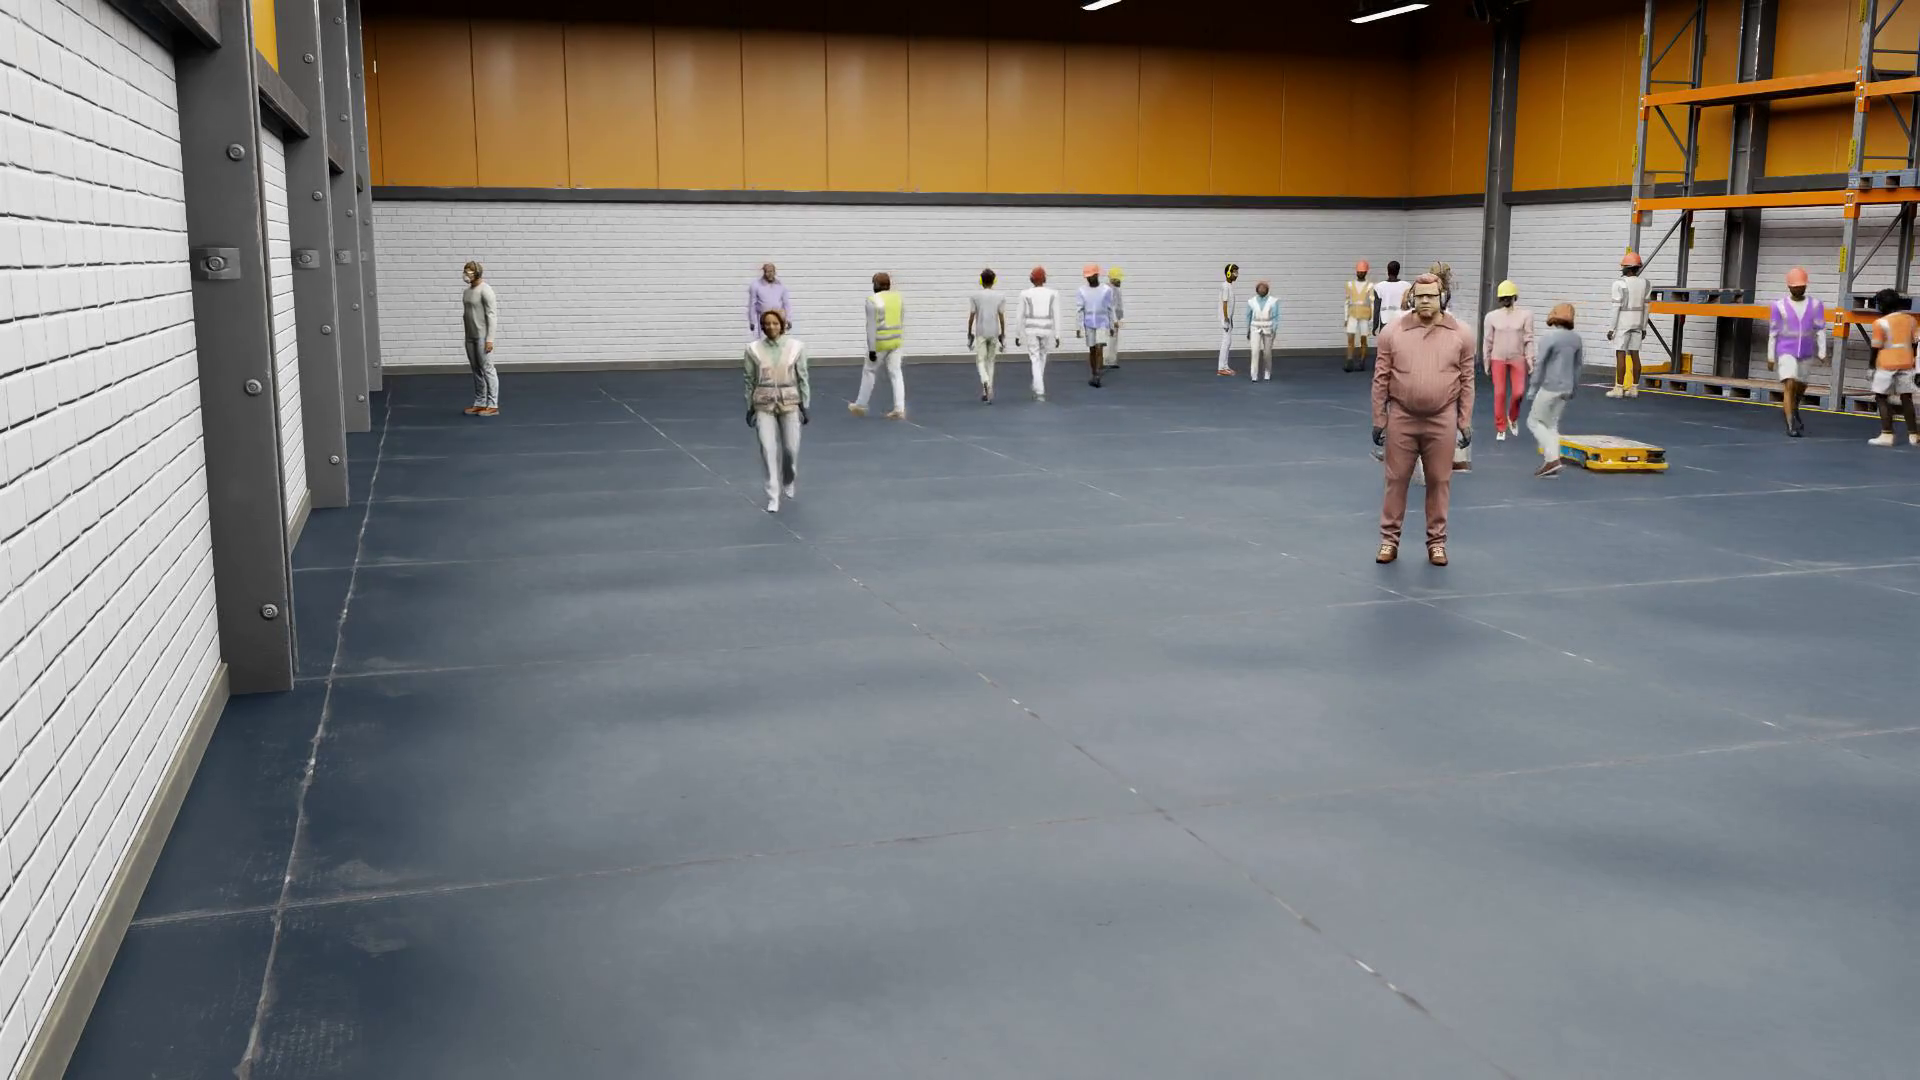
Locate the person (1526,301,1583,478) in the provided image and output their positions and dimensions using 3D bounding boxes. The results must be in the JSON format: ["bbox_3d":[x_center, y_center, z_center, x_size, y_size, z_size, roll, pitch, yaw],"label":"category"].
[{"bbox_3d":[5.362,-1.350,15.034,0.571,1.608,0.345,-6,12,-33],"label":"person"}]

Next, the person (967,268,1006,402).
[{"bbox_3d":[0.371,-2.768,22.591,0.532,1.849,0.754,-2,10,-10],"label":"person"}]

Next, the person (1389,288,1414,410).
[{"bbox_3d":[5.304,-2.163,19.678,0.498,1.634,0.278,1,10,6],"label":"person"}]

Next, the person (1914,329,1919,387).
[{"bbox_3d":[9.673,-1.697,16.234,0.600,1.902,0.707,5,11,26],"label":"person"}]

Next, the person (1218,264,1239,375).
[{"bbox_3d":[4.493,-3.683,27.848,0.338,1.855,0.535,3,10,15],"label":"person"}]

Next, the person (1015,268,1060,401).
[{"bbox_3d":[1.064,-2.875,23.230,0.602,1.826,0.968,-2,10,-12],"label":"person"}]

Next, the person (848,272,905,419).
[{"bbox_3d":[-1.015,-2.397,20.559,0.639,1.796,0.941,-9,13,-43],"label":"person"}]

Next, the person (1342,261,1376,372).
[{"bbox_3d":[6.817,-3.808,28.422,0.561,1.895,0.963,5,11,25],"label":"person"}]

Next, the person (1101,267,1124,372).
[{"bbox_3d":[2.647,-3.822,28.858,0.417,1.796,0.777,4,10,20],"label":"person"}]

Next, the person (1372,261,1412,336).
[{"bbox_3d":[6.607,-3.300,25.447,0.589,1.917,0.393,0,10,2],"label":"person"}]

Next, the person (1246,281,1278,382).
[{"bbox_3d":[4.830,-3.342,26.585,0.508,1.605,0.785,2,10,13],"label":"person"}]

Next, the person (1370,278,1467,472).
[{"bbox_3d":[4.367,-1.553,15.617,0.964,1.811,0.571,7,12,34],"label":"person"}]

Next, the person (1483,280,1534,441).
[{"bbox_3d":[5.970,-1.953,18.121,0.540,1.744,0.379,3,10,18],"label":"person"}]

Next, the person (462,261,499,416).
[{"bbox_3d":[-6.038,-2.526,20.901,0.369,1.938,0.630,-10,14,-44],"label":"person"}]

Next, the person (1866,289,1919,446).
[{"bbox_3d":[9.961,-1.828,17.644,0.676,1.662,0.386,-1,10,-8],"label":"person"}]

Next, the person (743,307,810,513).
[{"bbox_3d":[-1.466,-1.051,13.270,0.526,1.620,0.554,-1,10,-6],"label":"person"}]

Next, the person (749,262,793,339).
[{"bbox_3d":[-3.115,-3.617,27.361,0.666,1.888,0.441,-4,11,-23],"label":"person"}]

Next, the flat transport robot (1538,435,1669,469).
[{"bbox_3d":[6.201,-0.862,16.089,0.652,0.197,1.431,-1,10,-4],"label":"flat transport robot"}]

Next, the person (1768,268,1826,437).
[{"bbox_3d":[9.386,-2.121,18.744,0.599,1.886,0.915,2,10,12],"label":"person"}]

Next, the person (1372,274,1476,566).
[{"bbox_3d":[3.023,-0.779,10.882,0.652,1.906,0.402,3,10,14],"label":"person"}]

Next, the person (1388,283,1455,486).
[{"bbox_3d":[4.075,-1.371,14.697,0.703,1.783,0.924,-2,10,-10],"label":"person"}]

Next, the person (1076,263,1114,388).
[{"bbox_3d":[2.054,-3.259,25.290,0.572,1.874,0.970,2,10,14],"label":"person"}]

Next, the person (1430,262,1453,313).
[{"bbox_3d":[5.455,-2.210,19.073,0.372,1.940,0.631,-2,10,-9],"label":"person"}]

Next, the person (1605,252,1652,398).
[{"bbox_3d":[9.433,-3.029,23.494,0.615,2.047,0.358,-3,10,-15],"label":"person"}]
